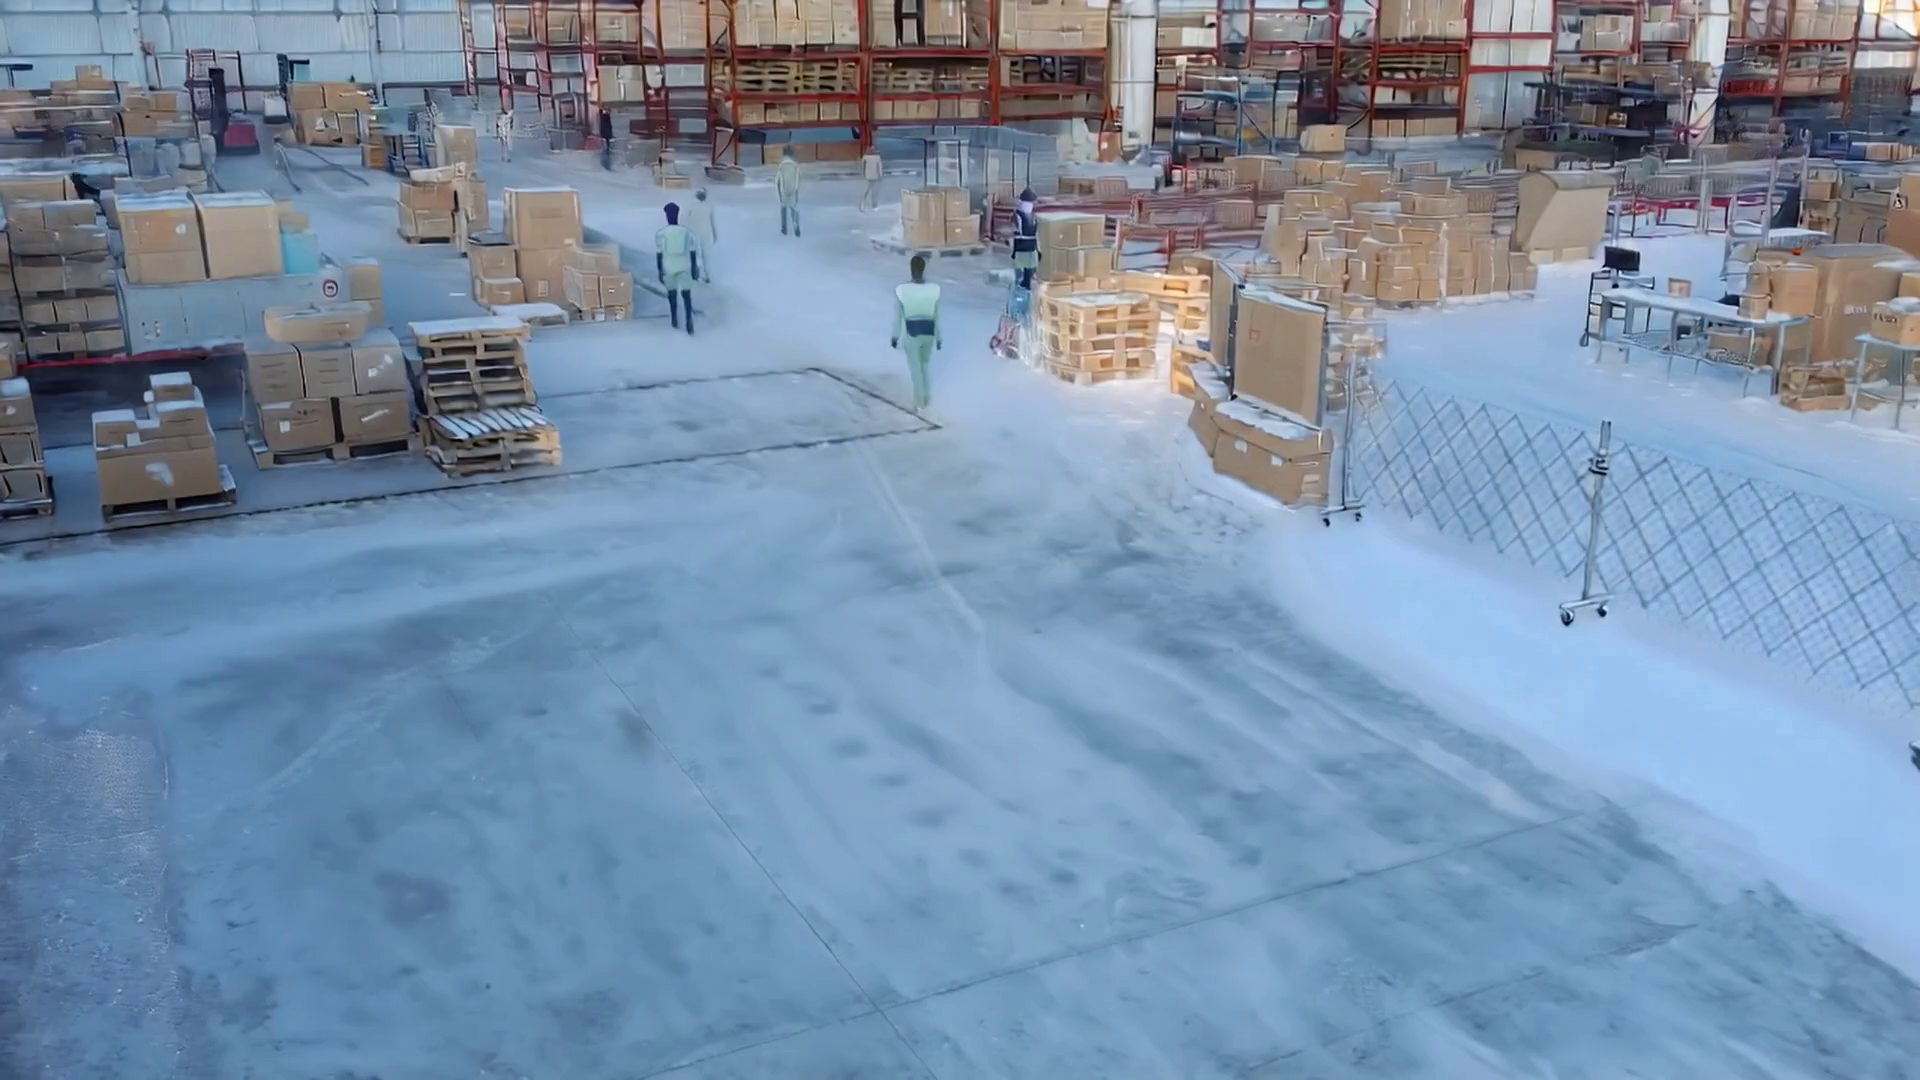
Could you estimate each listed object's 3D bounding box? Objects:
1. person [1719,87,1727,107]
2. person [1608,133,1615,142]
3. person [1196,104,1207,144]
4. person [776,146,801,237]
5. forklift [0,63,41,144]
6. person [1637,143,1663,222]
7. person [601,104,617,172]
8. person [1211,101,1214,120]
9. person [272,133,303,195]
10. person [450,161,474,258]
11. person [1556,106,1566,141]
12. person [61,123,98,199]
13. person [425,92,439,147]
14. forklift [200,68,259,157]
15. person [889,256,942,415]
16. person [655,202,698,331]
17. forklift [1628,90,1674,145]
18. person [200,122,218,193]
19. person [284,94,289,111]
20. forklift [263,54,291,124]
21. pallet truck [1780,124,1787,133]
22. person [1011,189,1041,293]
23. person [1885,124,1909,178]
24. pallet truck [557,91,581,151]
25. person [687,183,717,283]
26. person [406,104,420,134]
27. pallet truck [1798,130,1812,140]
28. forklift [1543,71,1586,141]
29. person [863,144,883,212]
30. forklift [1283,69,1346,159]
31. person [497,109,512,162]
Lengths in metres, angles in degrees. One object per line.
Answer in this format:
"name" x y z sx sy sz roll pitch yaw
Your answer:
"person" 27.928 -15.777 61.505 0.962 1.951 0.647 -8 19 -23
"person" 23.056 -14.811 58.861 0.812 1.731 0.550 -10 20 -27
"person" 8.286 -13.953 56.386 0.570 1.599 0.606 -10 20 -28
"person" -3.658 -7.473 35.722 0.545 1.907 0.909 -5 19 -16
"forklift" -34.035 -15.536 59.268 1.873 2.768 1.129 -9 20 -26
"person" 15.691 -8.134 37.928 0.756 1.807 0.591 -8 19 -23
"person" -10.519 -12.007 49.692 0.381 1.996 0.608 -7 19 -21
"person" 8.543 -14.098 56.713 0.538 1.681 0.485 -2 18 -6
"person" -17.721 -9.834 43.568 0.869 1.586 0.535 -1 18 -2
"person" -9.794 -6.523 32.793 0.328 1.877 0.513 6 19 18
"person" 17.863 -11.965 49.680 0.404 1.922 0.578 9 20 26
"person" -21.828 -9.259 41.052 0.606 2.000 0.698 -8 19 -23
"person" -18.580 -14.805 58.559 0.390 1.912 0.589 -12 21 -32
"forklift" -24.369 -14.147 54.940 1.873 2.768 1.129 -9 20 -26
"person" -0.566 -2.517 20.290 0.595 1.889 0.851 -8 19 -23
"person" -4.286 -4.126 25.191 0.637 1.952 0.498 -5 19 -16
"forklift" 24.711 -15.282 58.477 1.873 2.768 1.129 2 18 7
"person" -19.217 -9.720 42.659 0.373 1.937 0.630 -12 22 -34
"person" -25.496 -16.433 63.585 0.379 1.937 0.547 13 22 35
"forklift" -28.533 -19.116 70.431 1.873 2.768 1.129 -9 20 -26
"pallet truck" 25.206 -12.542 52.601 1.601 1.201 0.680 0 18 -2
"person" 1.092 -4.737 27.123 0.547 1.938 0.379 -9 20 -25
"person" 25.442 -10.394 45.110 0.545 1.720 0.902 -15 23 -39
"pallet truck" -13.495 -14.412 57.188 0.823 1.965 1.885 -3 18 -9
"person" -4.618 -5.498 29.782 0.556 1.747 0.485 -7 19 -20
"person" -18.197 -13.641 55.317 0.481 1.686 0.555 6 19 19
"pallet truck" 25.526 -11.556 49.408 1.630 1.274 0.653 -9 20 -26
"forklift" 18.685 -13.231 52.085 1.873 2.768 1.129 -9 20 -26
"person" -2.100 -8.709 40.040 0.510 1.611 0.422 9 20 25
"forklift" 11.615 -13.871 54.079 1.129 2.768 1.873 -9 20 -27
"person" -14.538 -12.918 53.111 0.548 1.638 0.312 9 20 26
